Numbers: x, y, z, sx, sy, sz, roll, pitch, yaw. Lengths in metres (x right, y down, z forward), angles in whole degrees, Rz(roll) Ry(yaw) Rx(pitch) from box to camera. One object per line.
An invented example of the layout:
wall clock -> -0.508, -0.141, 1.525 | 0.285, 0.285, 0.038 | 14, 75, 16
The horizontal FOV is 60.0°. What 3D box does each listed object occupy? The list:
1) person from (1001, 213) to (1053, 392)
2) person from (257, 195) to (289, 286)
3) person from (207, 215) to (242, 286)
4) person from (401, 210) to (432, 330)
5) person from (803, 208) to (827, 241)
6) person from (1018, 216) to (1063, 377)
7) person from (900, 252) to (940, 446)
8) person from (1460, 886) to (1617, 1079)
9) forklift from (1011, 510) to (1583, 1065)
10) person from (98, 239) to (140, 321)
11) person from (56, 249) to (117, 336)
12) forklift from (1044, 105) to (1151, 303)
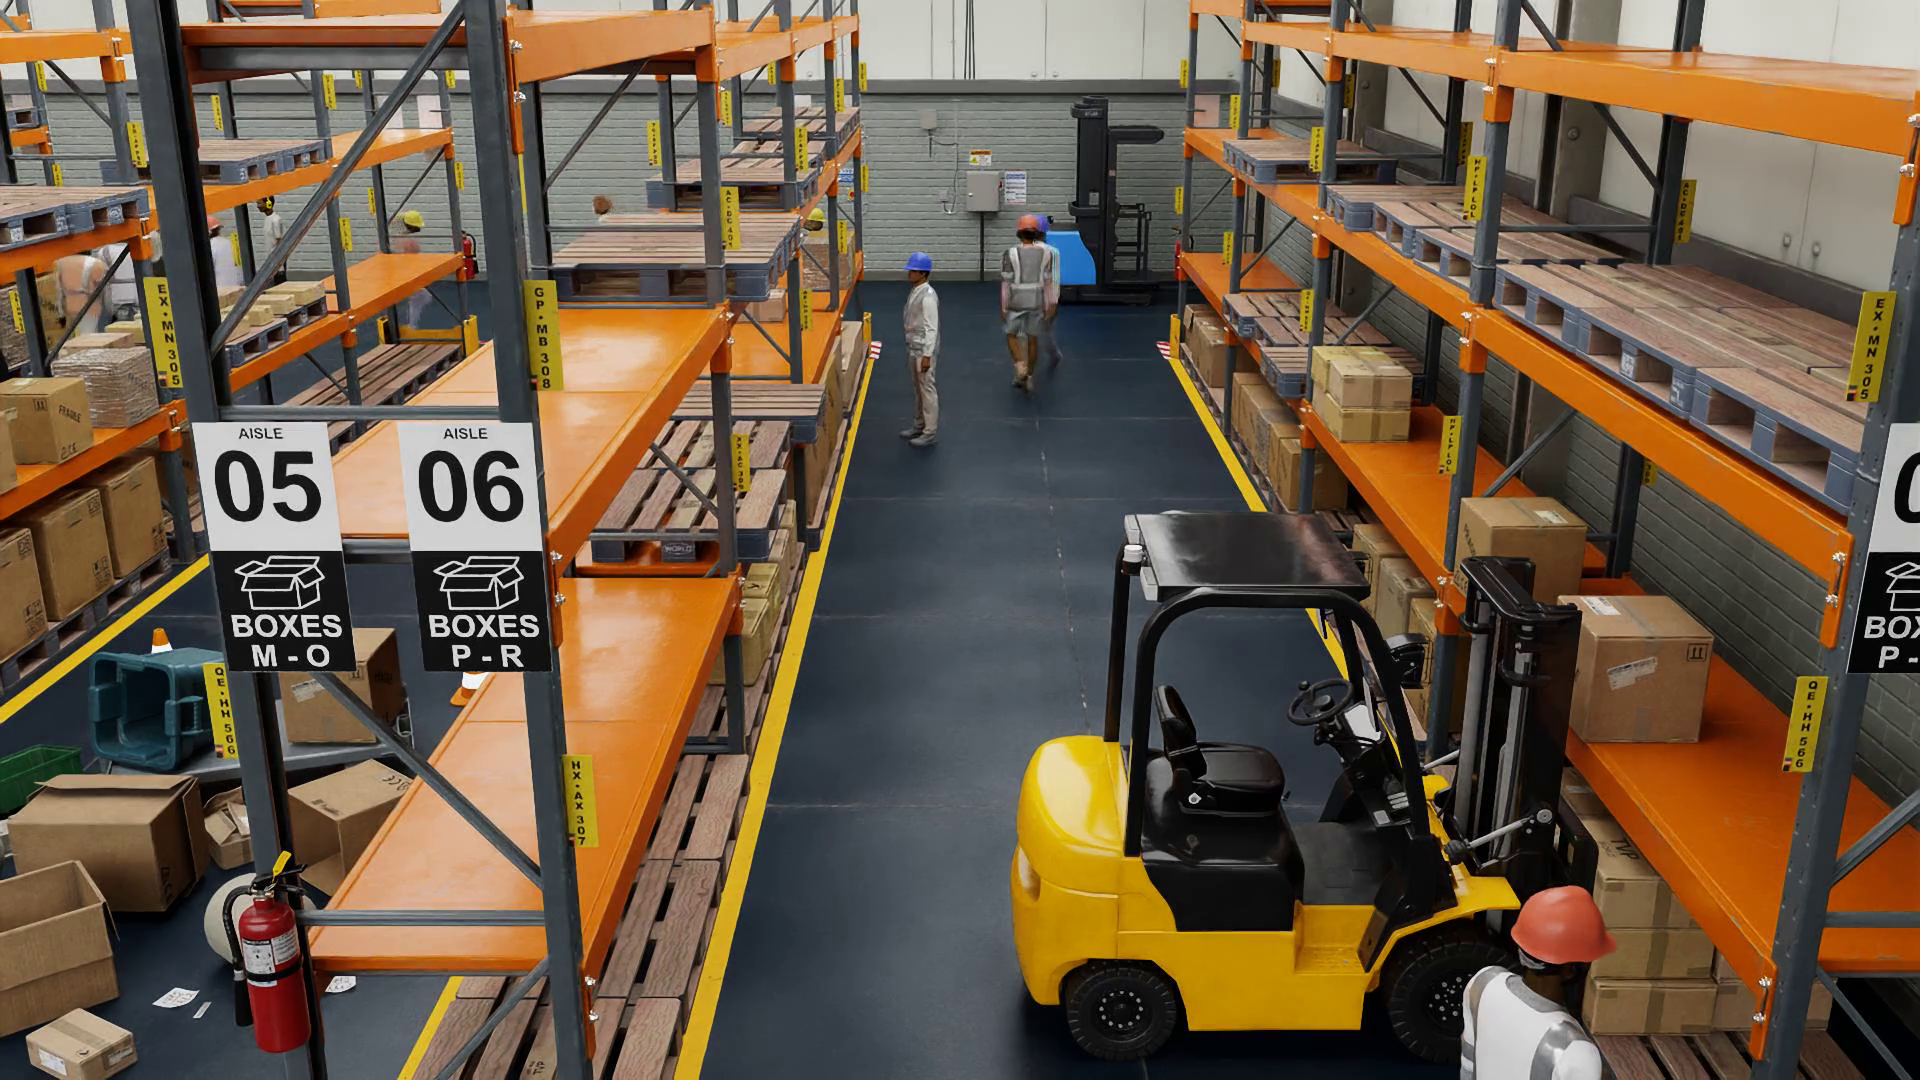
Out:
person -> 0.756, -2.683, 18.936 | 0.610, 2.030, 0.479 | -4, 19, -13
person -> -9.276, -3.794, 22.578 | 0.336, 1.858, 0.503 | -13, 22, -34
person -> -9.398, -3.288, 21.256 | 0.814, 1.722, 0.581 | 7, 20, 21
person -> -7.073, -3.425, 21.632 | 0.378, 1.732, 0.563 | -6, 19, -19
person -> -1.890, -3.476, 21.808 | 0.321, 1.731, 0.490 | -1, 18, -3
person -> 0.946, -2.898, 19.785 | 0.639, 1.896, 0.965 | 8, 20, 22
person -> -0.390, -1.930, 16.782 | 0.377, 1.950, 0.612 | -6, 19, -16
person -> 1.752, 1.935, 5.119 | 0.354, 1.939, 0.545 | -7, 20, -21
forklift -> 1.387, 1.055, 7.378 | 2.313, 2.155, 1.214 | 0, 18, 0
person -> -9.782, -2.853, 19.615 | 0.544, 1.929, 0.389 | -7, 20, -21
person -> -10.040, -2.649, 19.100 | 0.591, 1.861, 0.999 | 5, 19, 15
forklift -> 1.857, -4.944, 24.441 | 1.873, 2.768, 1.129 | 0, 18, 0
